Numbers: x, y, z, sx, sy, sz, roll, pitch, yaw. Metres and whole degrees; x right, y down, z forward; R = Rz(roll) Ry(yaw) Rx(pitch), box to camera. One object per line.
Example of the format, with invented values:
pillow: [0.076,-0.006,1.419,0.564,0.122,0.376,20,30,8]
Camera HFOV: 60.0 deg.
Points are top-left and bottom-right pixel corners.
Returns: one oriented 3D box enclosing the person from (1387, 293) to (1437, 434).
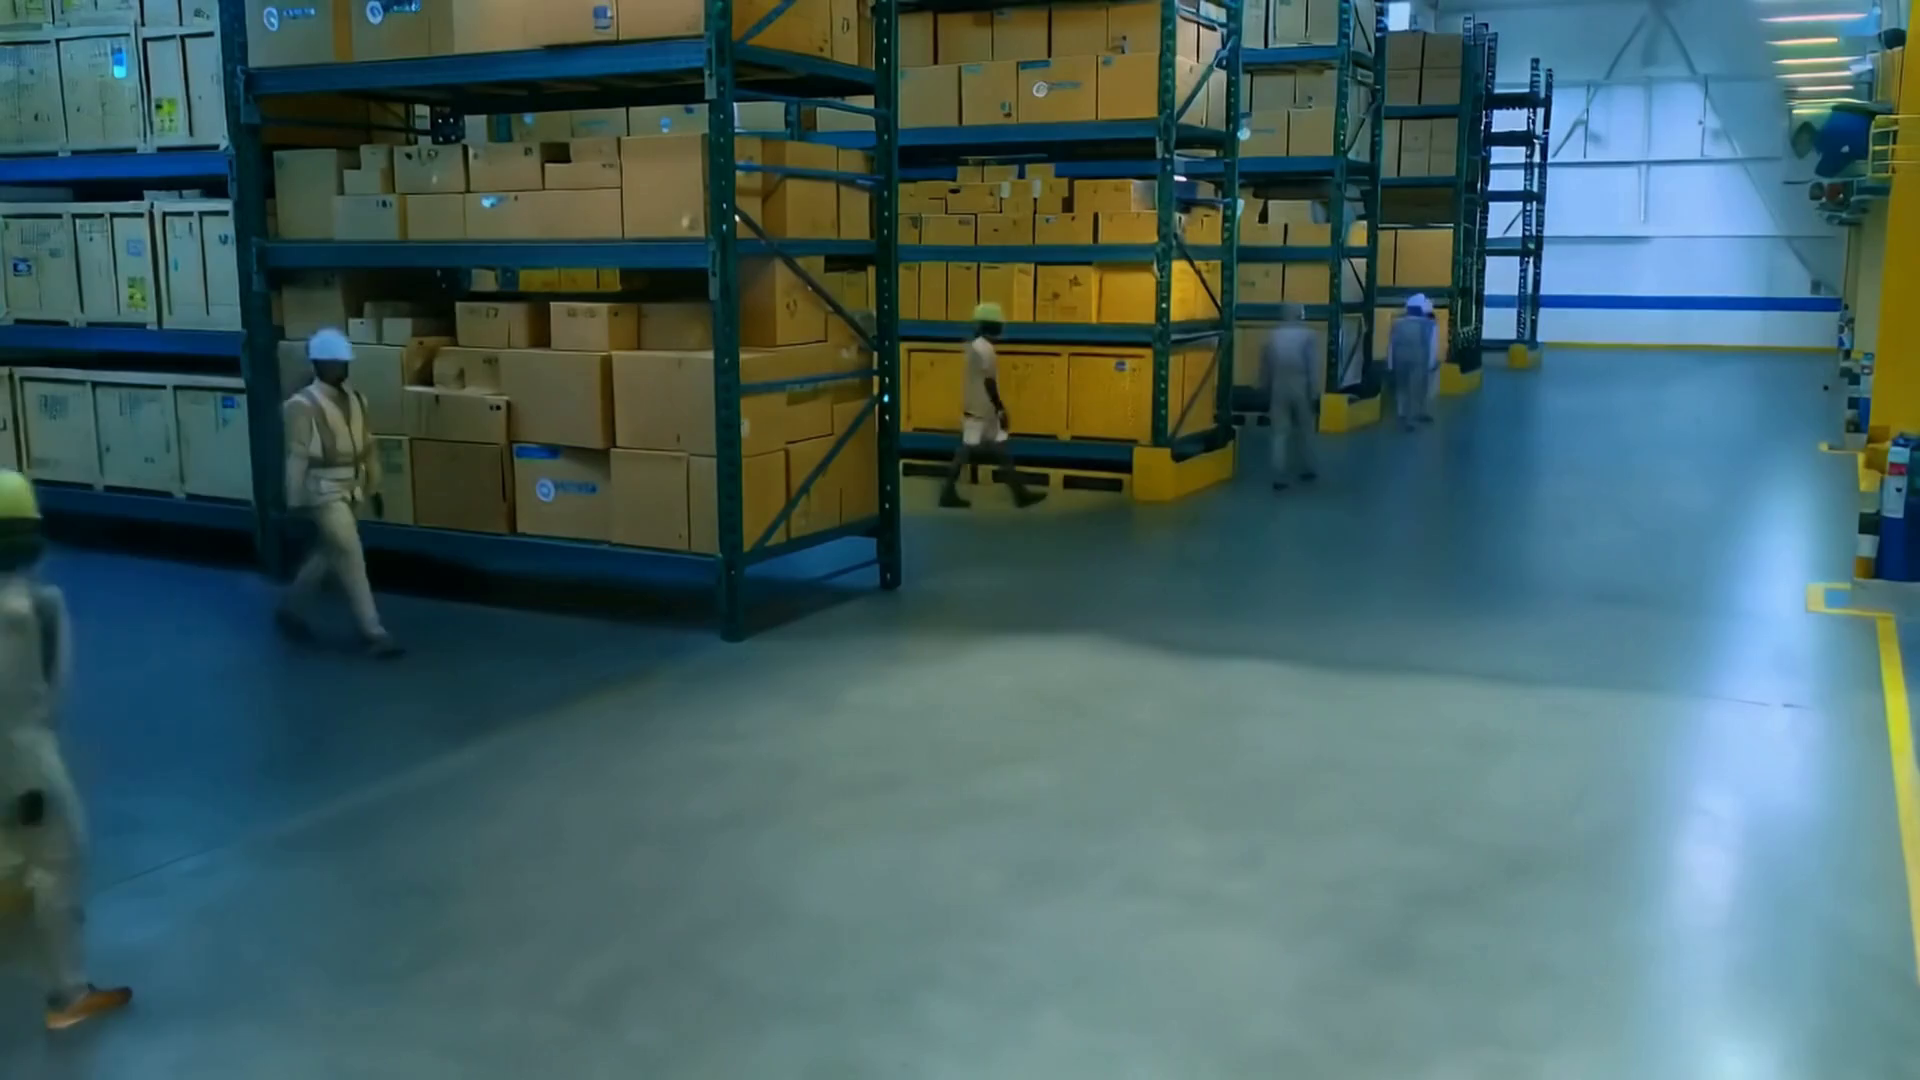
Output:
person: [5.824,-2.265,21.422,0.621,1.819,0.426,5,11,27]

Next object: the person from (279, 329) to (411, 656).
person: [-3.694,-0.287,9.740,0.978,1.908,0.620,3,10,18]

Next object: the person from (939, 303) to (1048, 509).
person: [0.265,-1.200,15.089,1.012,1.881,0.545,2,10,12]

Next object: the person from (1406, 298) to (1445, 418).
person: [6.620,-2.620,23.852,0.578,1.703,0.830,-3,10,-18]

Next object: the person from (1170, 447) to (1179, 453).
person: [2.117,-1.803,18.818,0.932,1.799,0.627,5,11,25]

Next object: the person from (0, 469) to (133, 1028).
person: [-2.839,0.657,4.812,0.489,1.714,0.668,5,11,27]

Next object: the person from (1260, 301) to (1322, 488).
person: [3.327,-1.459,16.665,0.664,1.847,1.010,5,11,28]
